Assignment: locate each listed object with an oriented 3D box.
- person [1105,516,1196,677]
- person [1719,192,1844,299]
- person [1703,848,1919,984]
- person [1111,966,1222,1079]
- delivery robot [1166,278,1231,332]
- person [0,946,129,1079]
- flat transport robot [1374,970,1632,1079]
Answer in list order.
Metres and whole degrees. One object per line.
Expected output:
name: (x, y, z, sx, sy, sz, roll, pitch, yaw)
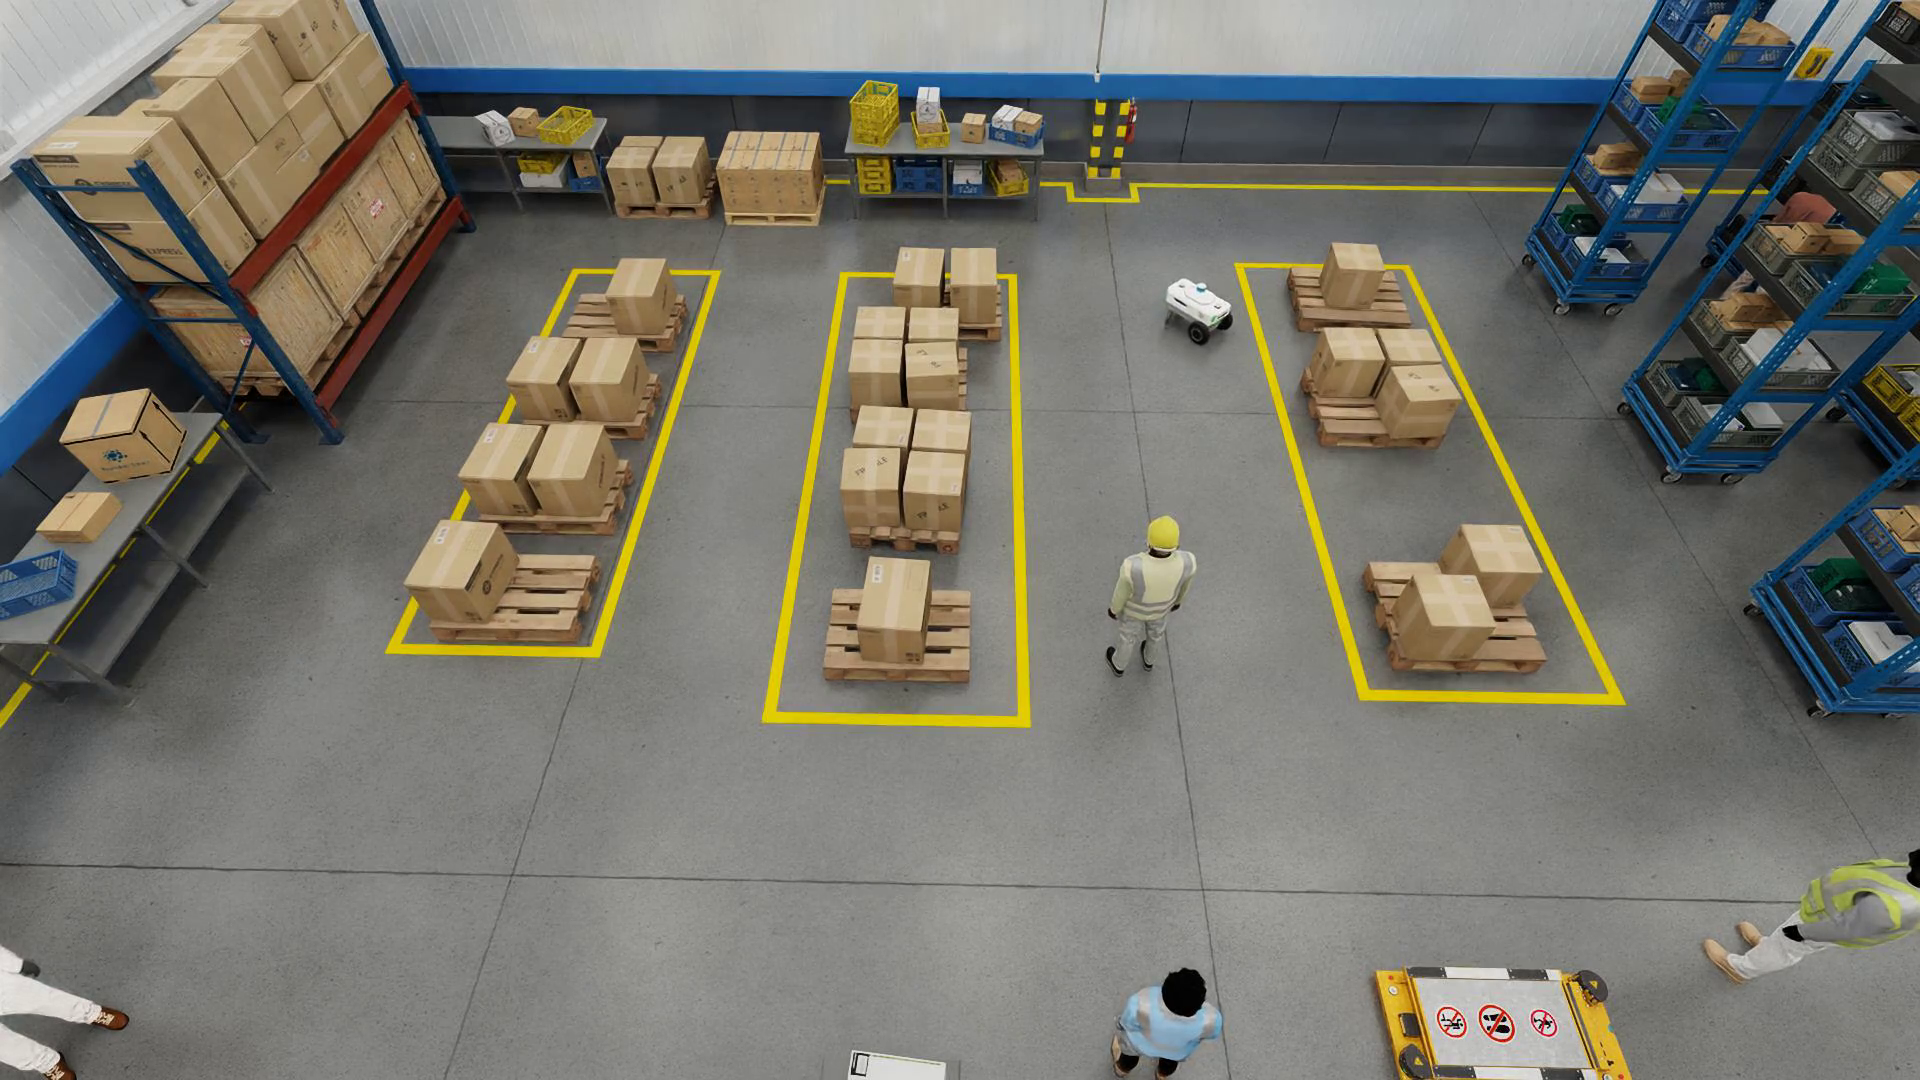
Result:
person: (1.441, 0.459, 7.093, 0.603, 1.830, 0.404, -8, 51, -6)
person: (8.870, -3.062, 9.871, 0.410, 1.981, 0.627, -17, 53, -14)
person: (5.357, 2.288, 5.596, 0.634, 1.842, 0.429, -15, 52, -12)
person: (1.153, 2.808, 5.262, 0.540, 1.698, 0.318, 6, 51, 5)
delivery robot: (2.704, -2.692, 10.423, 0.477, 0.478, 0.707, -34, 59, -24)
person: (-5.685, 2.673, 5.242, 0.409, 1.908, 0.641, 19, 53, 15)
flat transport robot: (3.501, 3.133, 5.914, 1.431, 0.197, 0.652, 1, 51, 1)
